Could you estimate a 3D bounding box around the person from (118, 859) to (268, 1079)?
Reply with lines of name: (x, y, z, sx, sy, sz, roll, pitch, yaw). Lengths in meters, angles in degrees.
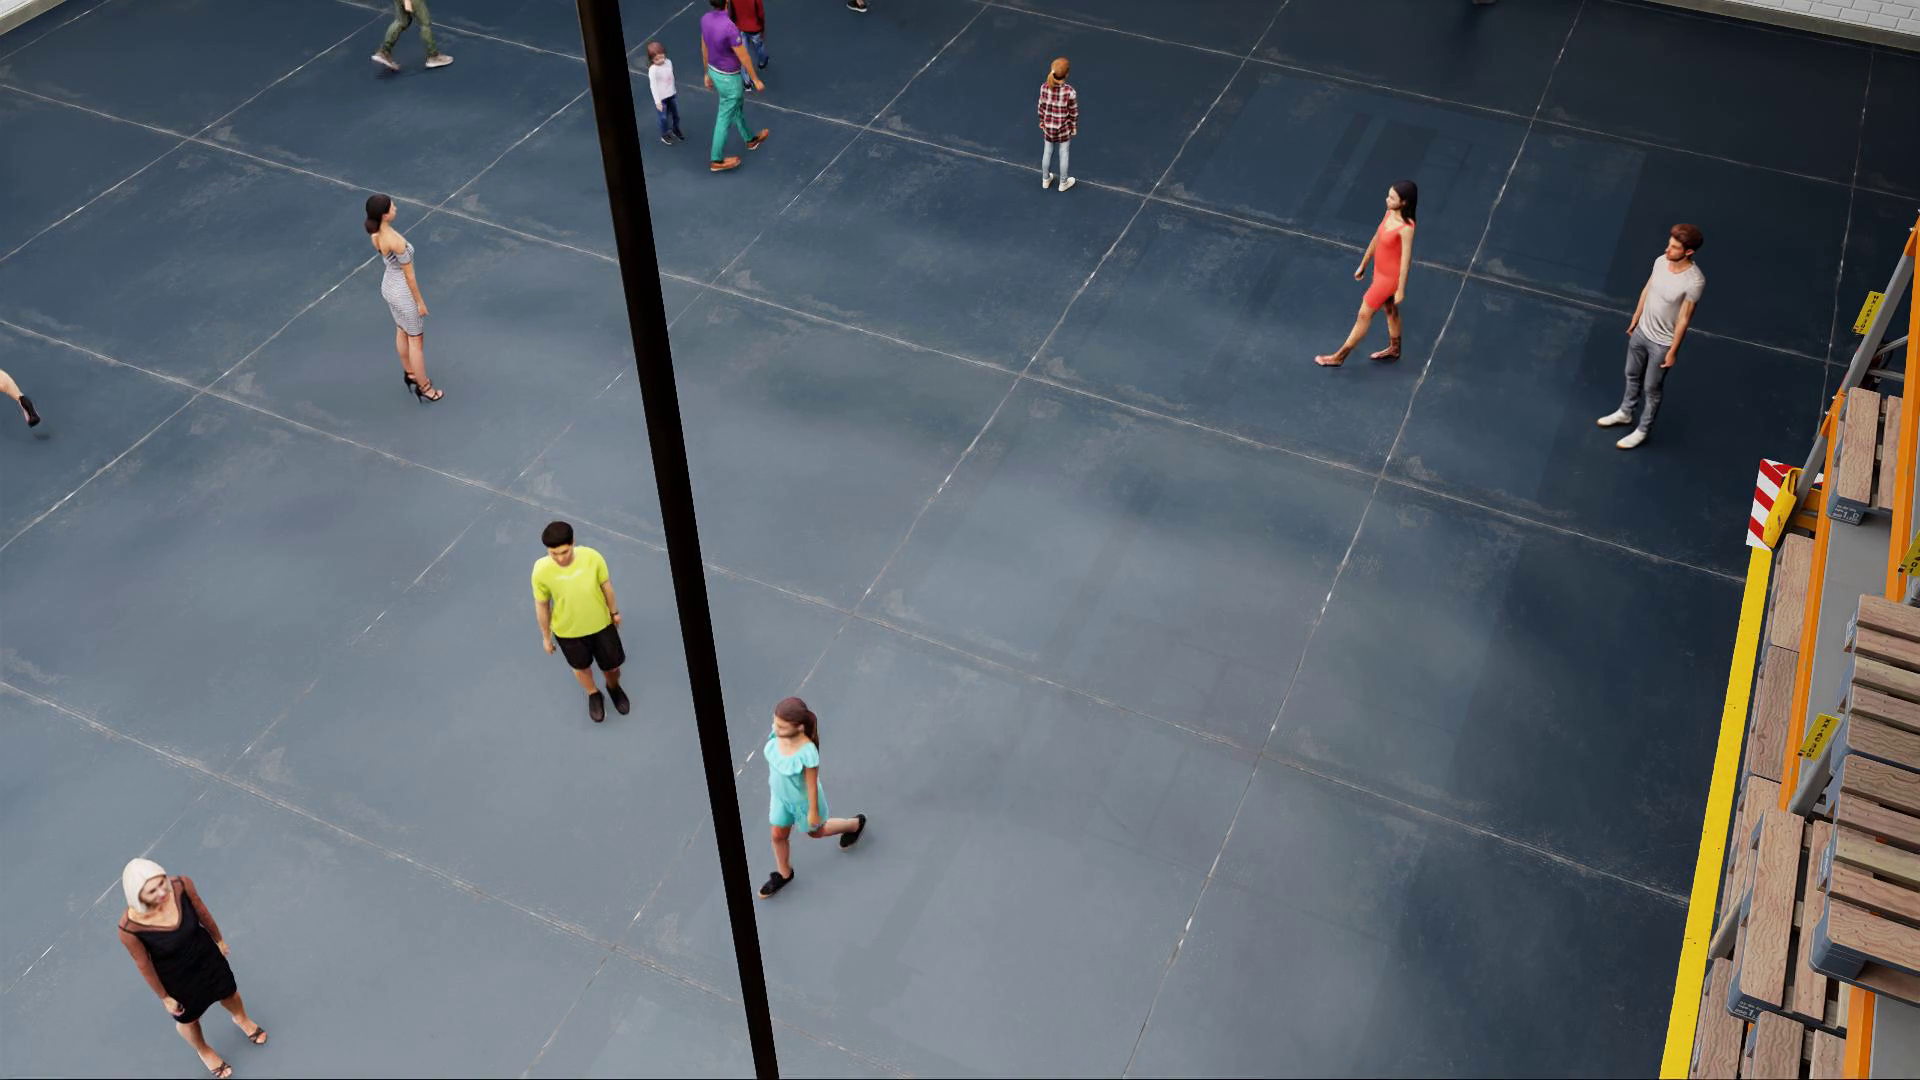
person: (-4.039, 2.211, 8.671, 0.679, 1.741, 0.510, 27, 50, 25)

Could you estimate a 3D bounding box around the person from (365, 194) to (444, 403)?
person: (-4.334, -1.871, 12.900, 0.660, 1.817, 0.662, -31, 51, -28)

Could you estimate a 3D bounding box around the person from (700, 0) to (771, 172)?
person: (-2.262, -4.245, 15.455, 1.121, 1.731, 0.945, -28, 50, -26)

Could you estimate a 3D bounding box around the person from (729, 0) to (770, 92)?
person: (-2.143, -5.120, 16.739, 0.701, 1.228, 0.902, 2, 44, 2)

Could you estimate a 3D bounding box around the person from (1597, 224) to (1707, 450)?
person: (5.265, -1.546, 12.508, 0.803, 1.887, 0.746, -15, 46, -15)

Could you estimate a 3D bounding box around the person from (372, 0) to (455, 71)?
person: (-5.726, -5.525, 16.870, 1.101, 1.632, 0.913, -25, 49, -24)

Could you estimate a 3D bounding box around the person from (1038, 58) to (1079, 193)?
person: (0.899, -3.836, 15.334, 0.527, 1.305, 0.498, 17, 46, 17)

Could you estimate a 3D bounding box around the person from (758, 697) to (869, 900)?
person: (-0.878, 1.436, 9.633, 1.079, 1.537, 0.822, -31, 52, -28)

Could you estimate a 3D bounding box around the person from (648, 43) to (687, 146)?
person: (-2.854, -4.309, 15.987, 0.585, 1.089, 0.493, 22, 48, 22)

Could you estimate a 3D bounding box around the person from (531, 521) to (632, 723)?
person: (-2.414, 0.455, 10.544, 0.770, 1.699, 0.827, -14, 45, -14)

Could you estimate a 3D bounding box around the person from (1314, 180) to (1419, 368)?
person: (3.485, -2.098, 13.235, 1.016, 1.684, 1.036, -7, 44, -7)
